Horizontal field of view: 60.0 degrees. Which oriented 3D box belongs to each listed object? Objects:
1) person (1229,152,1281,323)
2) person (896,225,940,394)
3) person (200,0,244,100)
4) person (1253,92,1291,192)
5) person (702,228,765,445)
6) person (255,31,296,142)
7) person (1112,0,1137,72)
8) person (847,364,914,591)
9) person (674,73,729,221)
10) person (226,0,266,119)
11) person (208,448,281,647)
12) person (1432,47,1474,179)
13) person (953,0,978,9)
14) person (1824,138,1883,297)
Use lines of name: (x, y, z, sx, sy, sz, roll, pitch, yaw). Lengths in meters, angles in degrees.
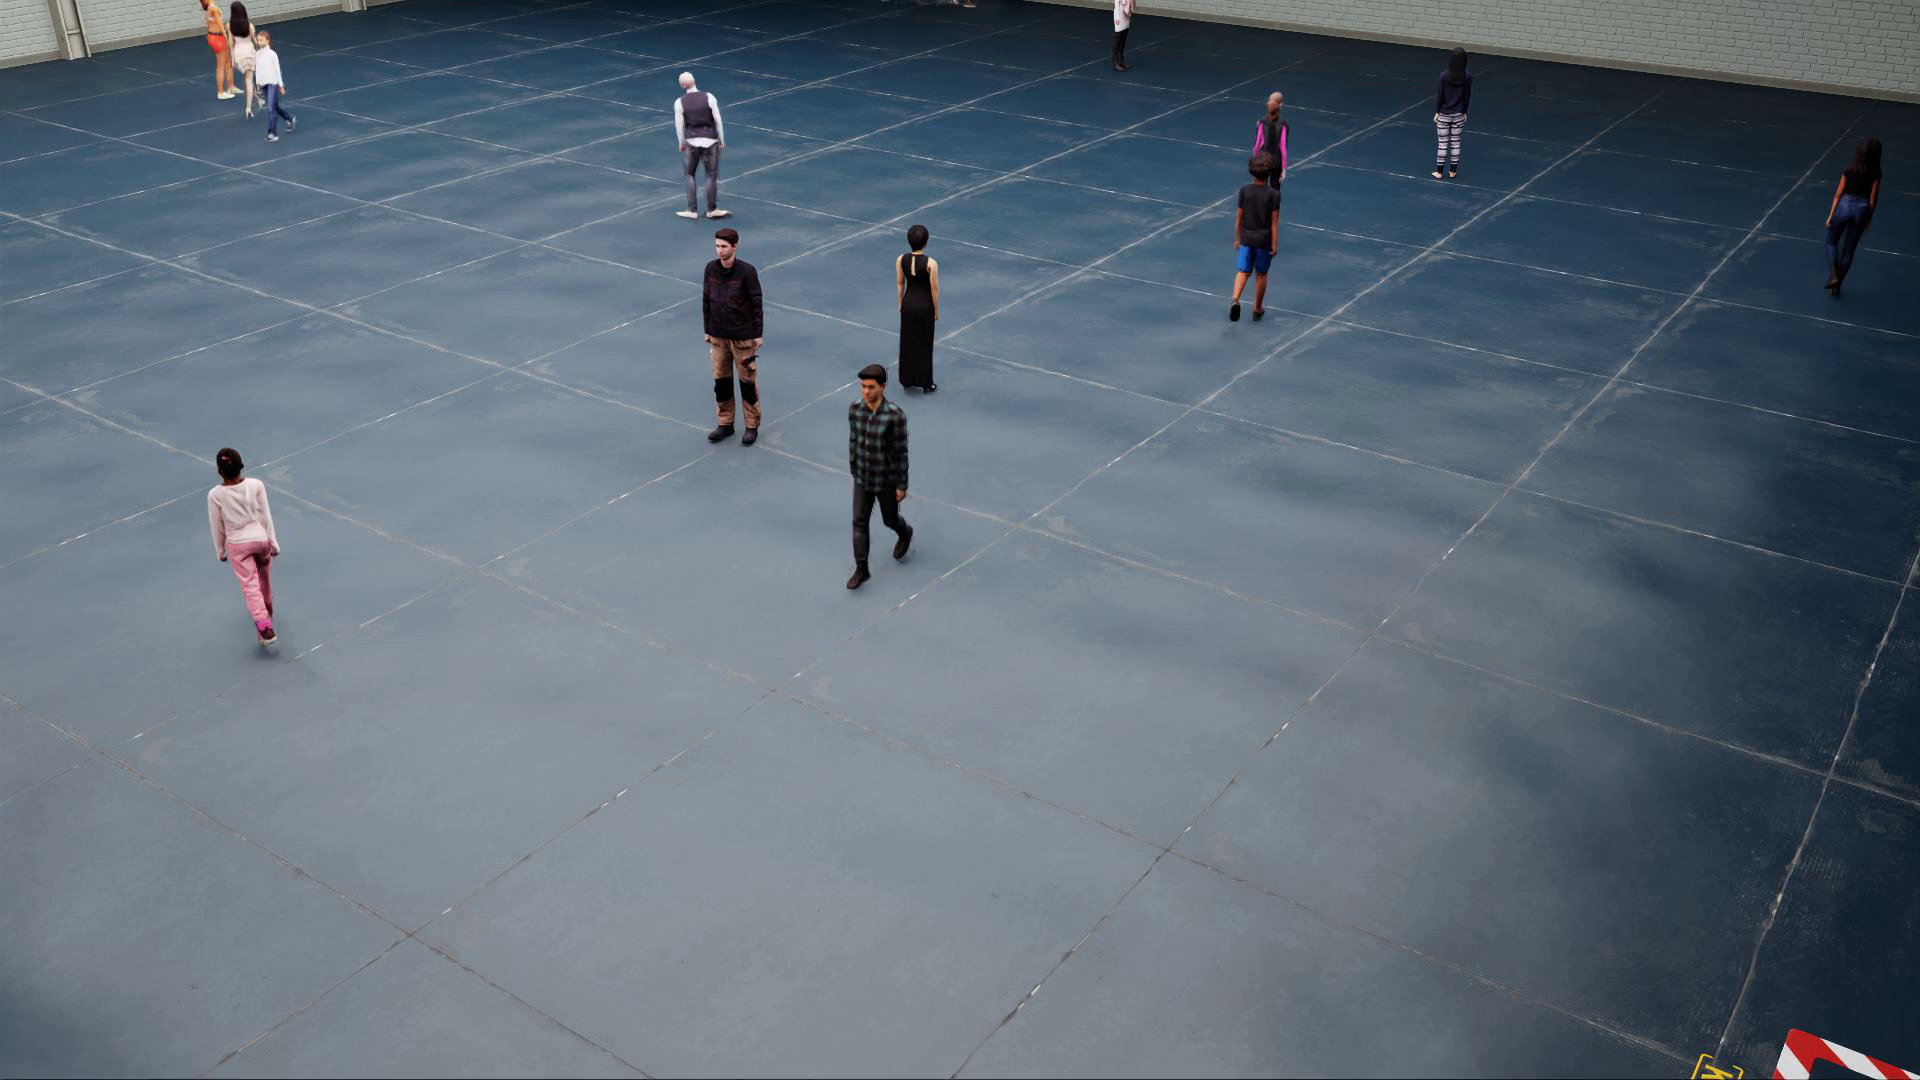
person: (3.031, -3.077, 17.163, 0.702, 1.783, 0.995, 13, 30, 24)
person: (-0.404, -2.159, 15.579, 0.617, 1.600, 0.582, 11, 29, 20)
person: (-11.983, -7.963, 26.660, 0.739, 1.776, 0.669, -23, 35, -37)
person: (3.671, -4.428, 19.882, 0.840, 1.696, 1.195, 7, 28, 13)
person: (-1.974, -1.780, 14.490, 0.777, 1.925, 0.722, 7, 28, 14)
person: (-10.099, -6.699, 24.477, 0.756, 1.526, 1.140, 8, 28, 15)
person: (2.812, -9.087, 28.812, 0.673, 1.803, 0.512, 18, 32, 31)
person: (-0.581, -0.510, 12.255, 0.806, 1.688, 1.067, 11, 29, 21)
person: (-3.182, -4.884, 20.656, 0.875, 1.798, 0.902, 4, 28, 8)
person: (-10.976, -7.325, 25.514, 0.988, 1.690, 1.109, -2, 27, -3)
person: (-4.898, 0.052, 11.480, 1.006, 1.422, 0.839, -18, 32, -31)
person: (6.635, -5.765, 22.437, 0.677, 1.733, 0.694, 1, 27, 1)
person: (0.066, -11.861, 34.372, 0.748, 1.645, 0.789, 11, 29, 21)
person: (9.620, -3.449, 17.945, 0.686, 1.728, 0.750, 9, 29, 17)
